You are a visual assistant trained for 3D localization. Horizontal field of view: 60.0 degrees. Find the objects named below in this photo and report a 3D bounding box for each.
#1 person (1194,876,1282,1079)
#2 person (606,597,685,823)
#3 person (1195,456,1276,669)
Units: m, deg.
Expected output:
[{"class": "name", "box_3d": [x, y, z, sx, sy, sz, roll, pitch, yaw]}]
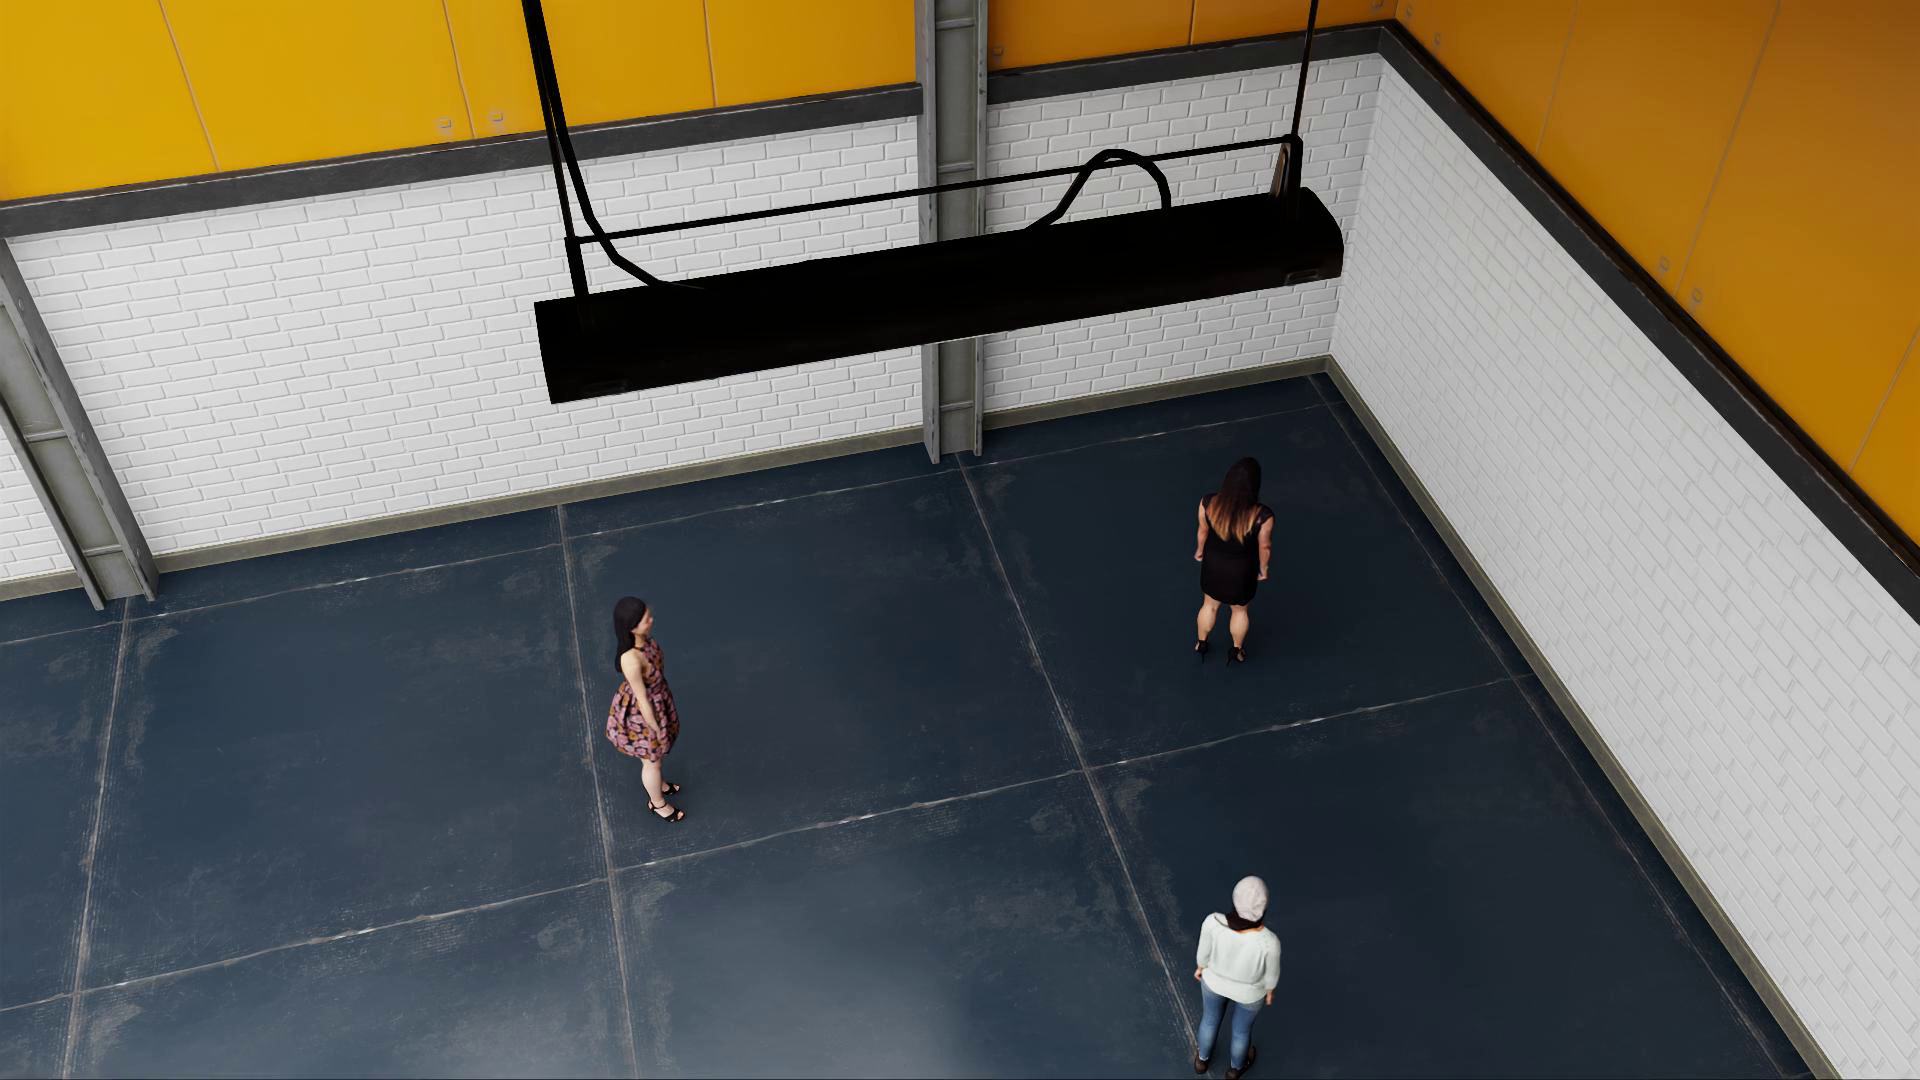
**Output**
[{"class": "person", "box_3d": [1.409, 2.249, 8.503, 0.618, 1.653, 0.702, 16, 46, 17]}, {"class": "person", "box_3d": [-1.824, 0.990, 9.734, 0.686, 1.776, 0.681, -6, 44, -7]}, {"class": "person", "box_3d": [1.736, 0.162, 10.647, 0.726, 1.718, 0.812, 15, 46, 15]}]
